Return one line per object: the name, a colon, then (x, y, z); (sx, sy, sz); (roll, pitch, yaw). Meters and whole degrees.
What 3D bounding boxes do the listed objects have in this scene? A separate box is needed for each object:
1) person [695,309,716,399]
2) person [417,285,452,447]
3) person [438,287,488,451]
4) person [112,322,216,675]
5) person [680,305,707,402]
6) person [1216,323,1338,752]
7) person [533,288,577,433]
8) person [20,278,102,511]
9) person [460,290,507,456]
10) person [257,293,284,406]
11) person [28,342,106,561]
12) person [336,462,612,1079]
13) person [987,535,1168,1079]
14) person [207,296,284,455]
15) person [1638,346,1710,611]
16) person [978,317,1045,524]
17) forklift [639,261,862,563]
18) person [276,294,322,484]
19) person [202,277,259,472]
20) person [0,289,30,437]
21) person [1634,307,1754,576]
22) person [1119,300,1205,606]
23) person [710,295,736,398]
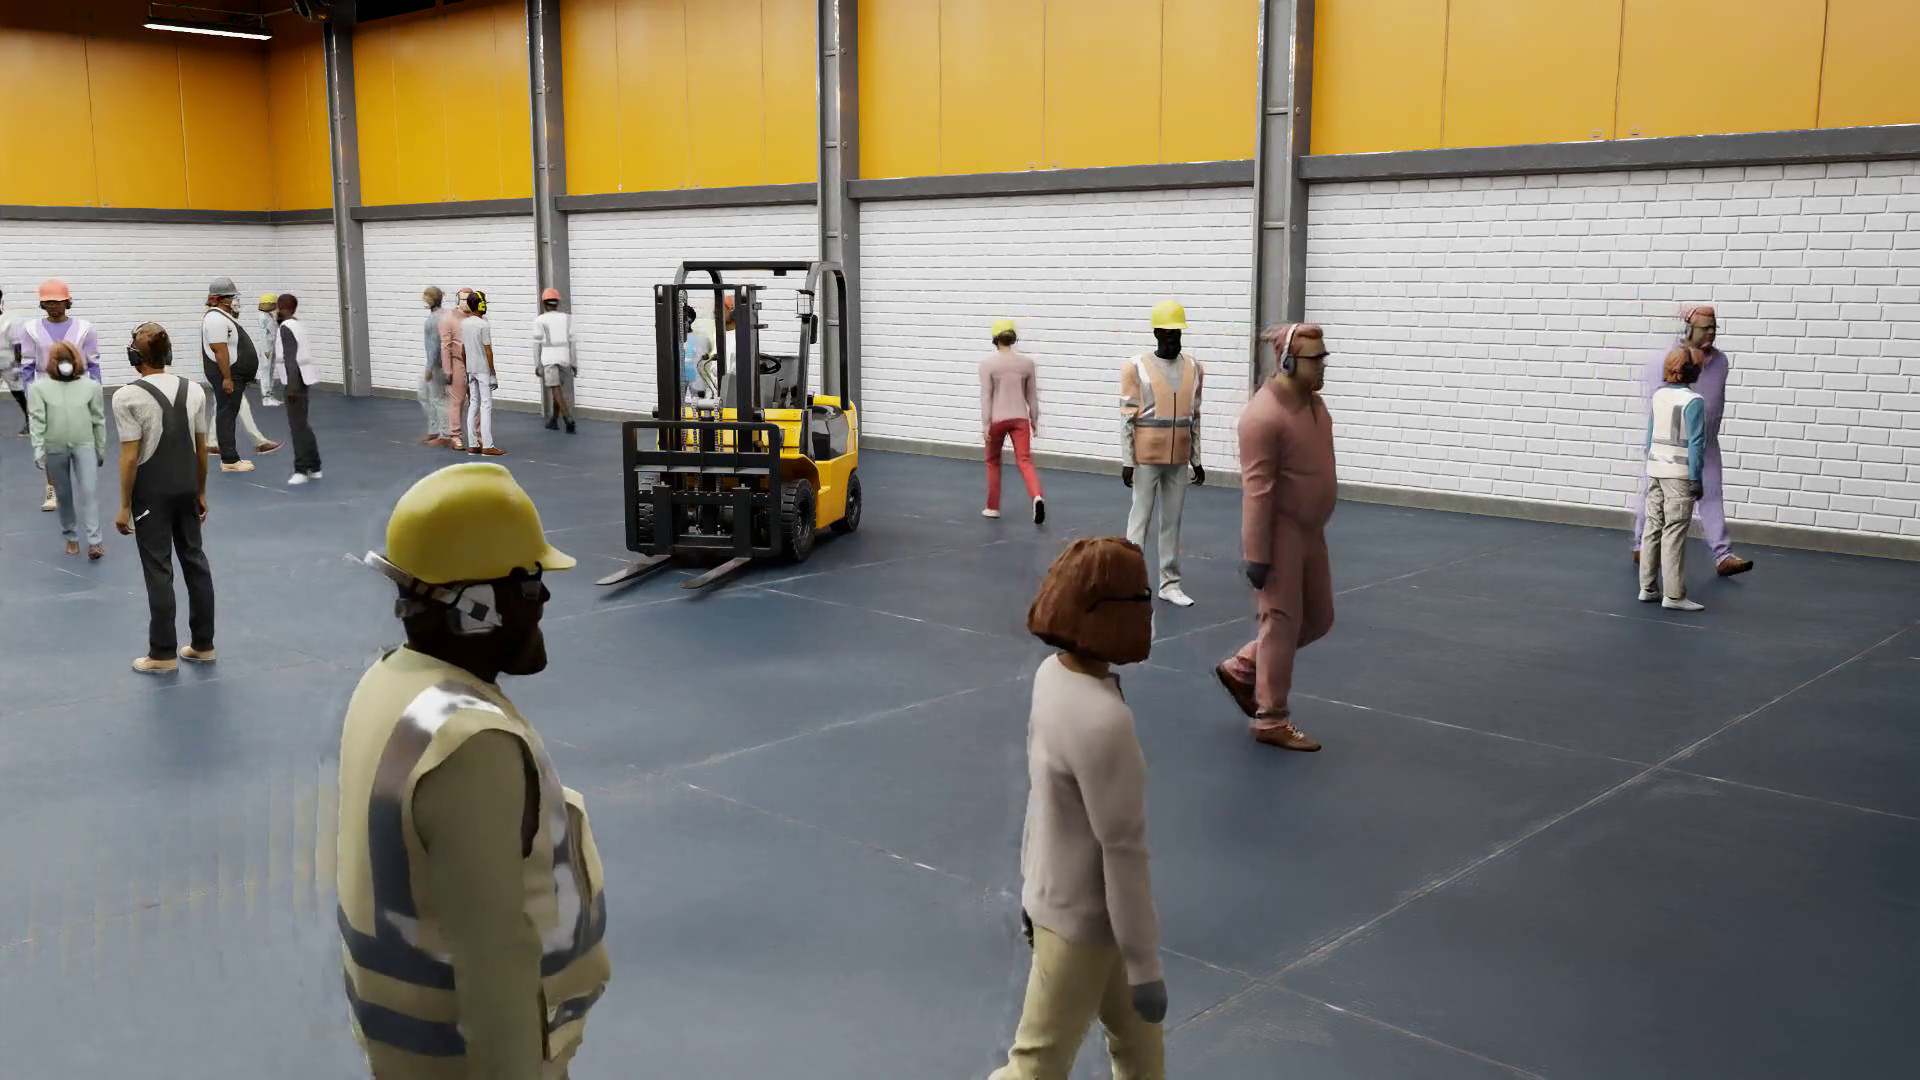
person: (-2.500, -1.664, 17.819); (0.978, 1.793, 0.619); (8, 12, 40)
person: (-6.296, -2.061, 19.801); (0.518, 1.923, 0.679); (-3, 10, -19)
person: (-5.772, -2.008, 19.544); (0.399, 1.905, 0.642); (8, 12, 41)
person: (-4.182, -0.215, 8.729); (0.346, 1.846, 0.505); (5, 11, 29)
person: (-3.184, -1.889, 19.442); (0.535, 1.700, 0.318); (0, 9, 3)
person: (1.410, -0.016, 7.373); (0.510, 1.888, 0.657); (6, 11, 34)
person: (-5.232, -2.331, 21.613); (0.548, 1.890, 0.974); (-7, 12, -38)
person: (-7.861, -1.267, 14.579); (0.615, 2.038, 0.395); (-4, 10, -23)
person: (-5.444, -1.890, 18.911); (0.514, 1.876, 0.328); (7, 11, 35)
person: (-10.745, -2.965, 25.896); (0.305, 1.745, 0.483); (-1, 9, -7)
person: (-6.480, -0.641, 12.114); (0.499, 1.586, 0.867); (-5, 11, -30)
person: (-0.796, 0.785, 2.664); (0.490, 1.821, 0.611); (-5, 11, -29)
person: (0.222, 0.775, 3.429); (0.849, 1.597, 0.505); (-1, 9, -5)
person: (-8.186, -1.864, 18.906); (0.942, 1.818, 0.542); (-1, 9, -6)
person: (4.462, -0.385, 10.397); (0.314, 1.641, 0.515); (-1, 9, -8)
person: (0.448, -0.998, 13.894); (0.536, 1.726, 0.858); (-3, 10, -20)
forklift: (-1.552, -1.040, 12.721); (1.214, 2.155, 2.313); (2, 9, 11)
person: (-6.602, -1.506, 16.582); (0.377, 1.875, 0.714); (-2, 10, -13)
person: (-7.668, -1.745, 17.512); (0.537, 2.000, 0.682); (-4, 10, -24)
person: (-11.927, -2.205, 20.720); (0.619, 1.920, 0.994); (1, 9, 6)
person: (5.076, -0.677, 11.519); (0.676, 1.851, 0.996); (-2, 10, -15)
person: (1.272, -0.530, 10.406); (0.584, 1.928, 0.373); (-4, 10, -23)
person: (-2.076, -1.284, 15.160); (0.584, 1.882, 0.337); (9, 13, 44)
